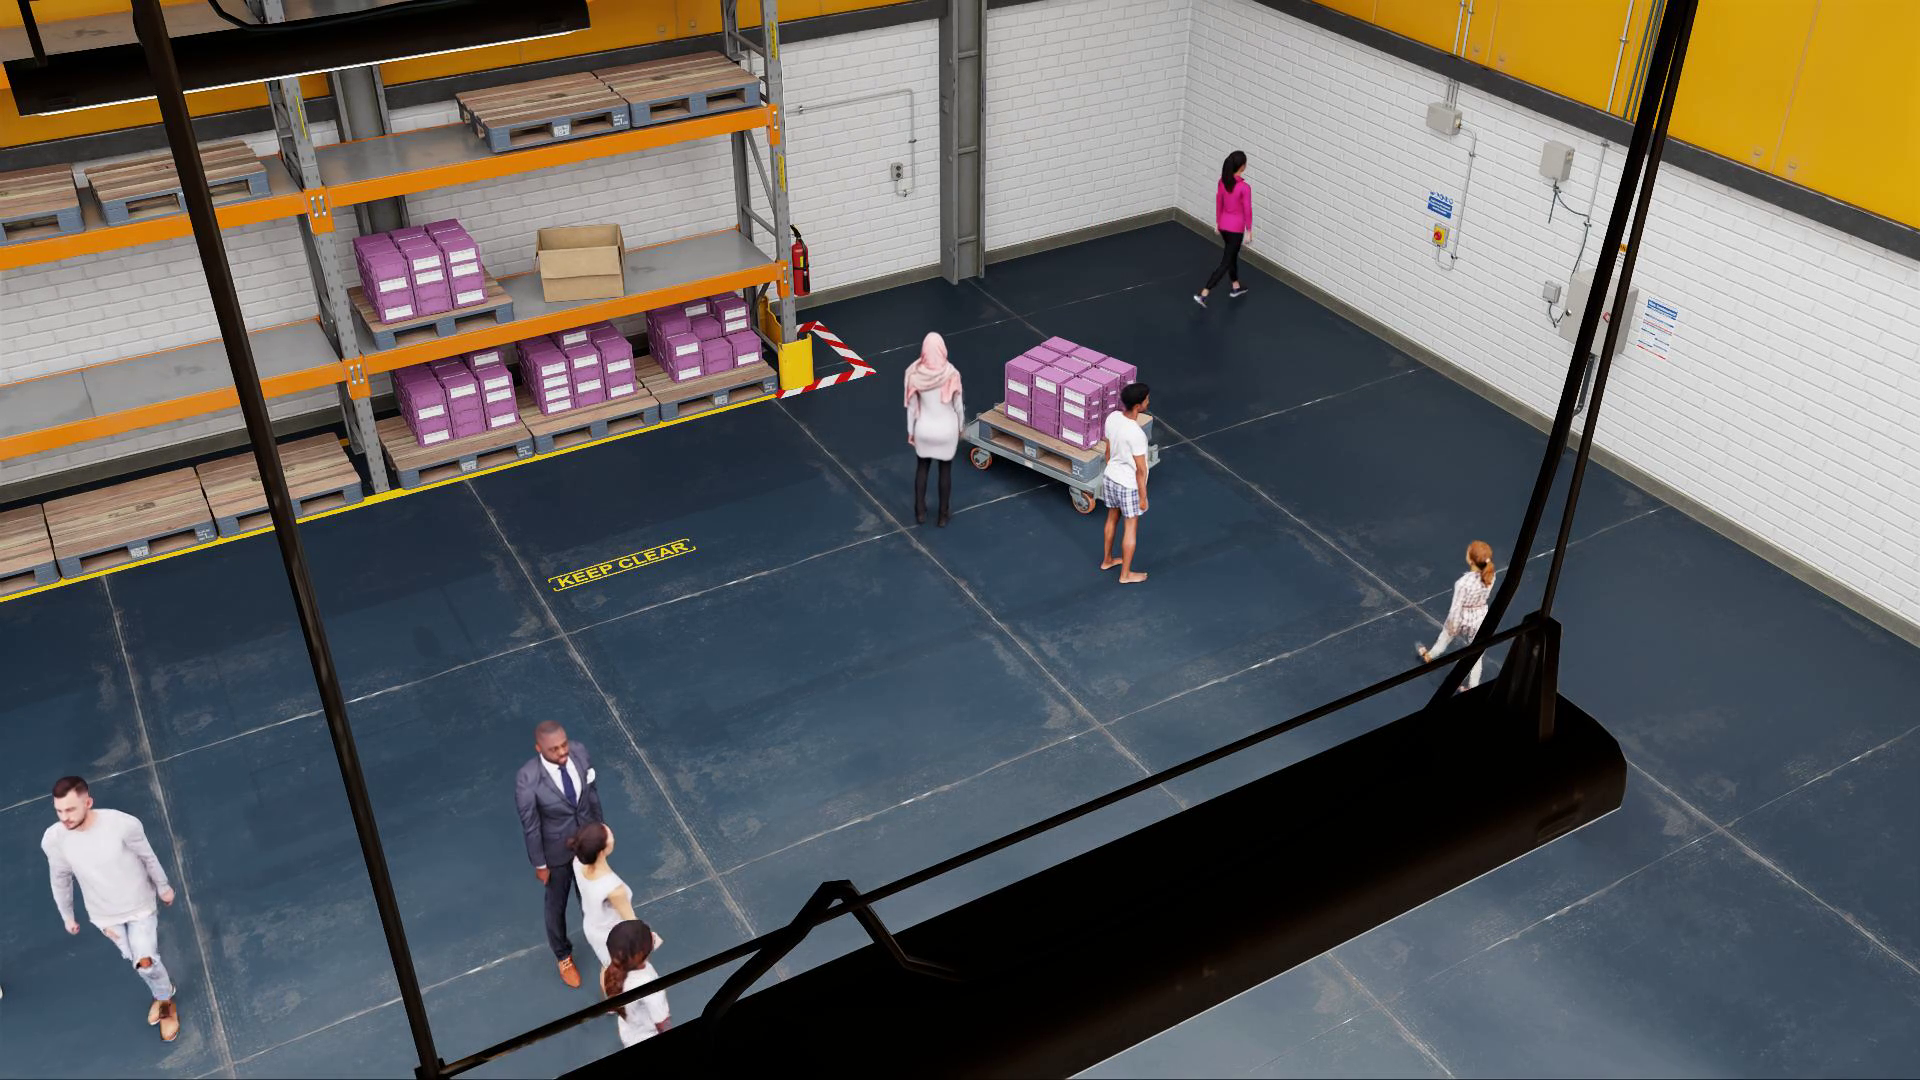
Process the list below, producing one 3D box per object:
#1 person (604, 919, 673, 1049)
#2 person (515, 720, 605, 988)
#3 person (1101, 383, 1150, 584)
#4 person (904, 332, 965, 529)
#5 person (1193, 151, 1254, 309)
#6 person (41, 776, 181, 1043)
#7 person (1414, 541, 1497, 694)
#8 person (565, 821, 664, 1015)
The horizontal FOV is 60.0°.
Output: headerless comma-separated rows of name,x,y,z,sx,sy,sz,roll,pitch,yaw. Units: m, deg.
person,-1.667,2.631,8.550,1.113,1.692,0.702,-23,40,-31
person,-2.302,1.771,9.726,0.823,1.823,0.671,26,41,33
person,1.307,-0.456,13.162,0.505,1.728,0.626,-18,38,-25
person,-0.186,-0.885,13.742,0.745,1.800,0.821,4,34,5
person,2.773,-3.205,17.353,1.152,1.667,0.711,-24,40,-31
person,-4.729,1.984,9.404,0.763,1.824,0.887,-4,34,-6
person,3.702,0.613,11.955,0.857,1.283,0.715,-9,35,-14
person,-1.963,2.207,9.265,0.686,1.607,0.646,-28,43,-35
